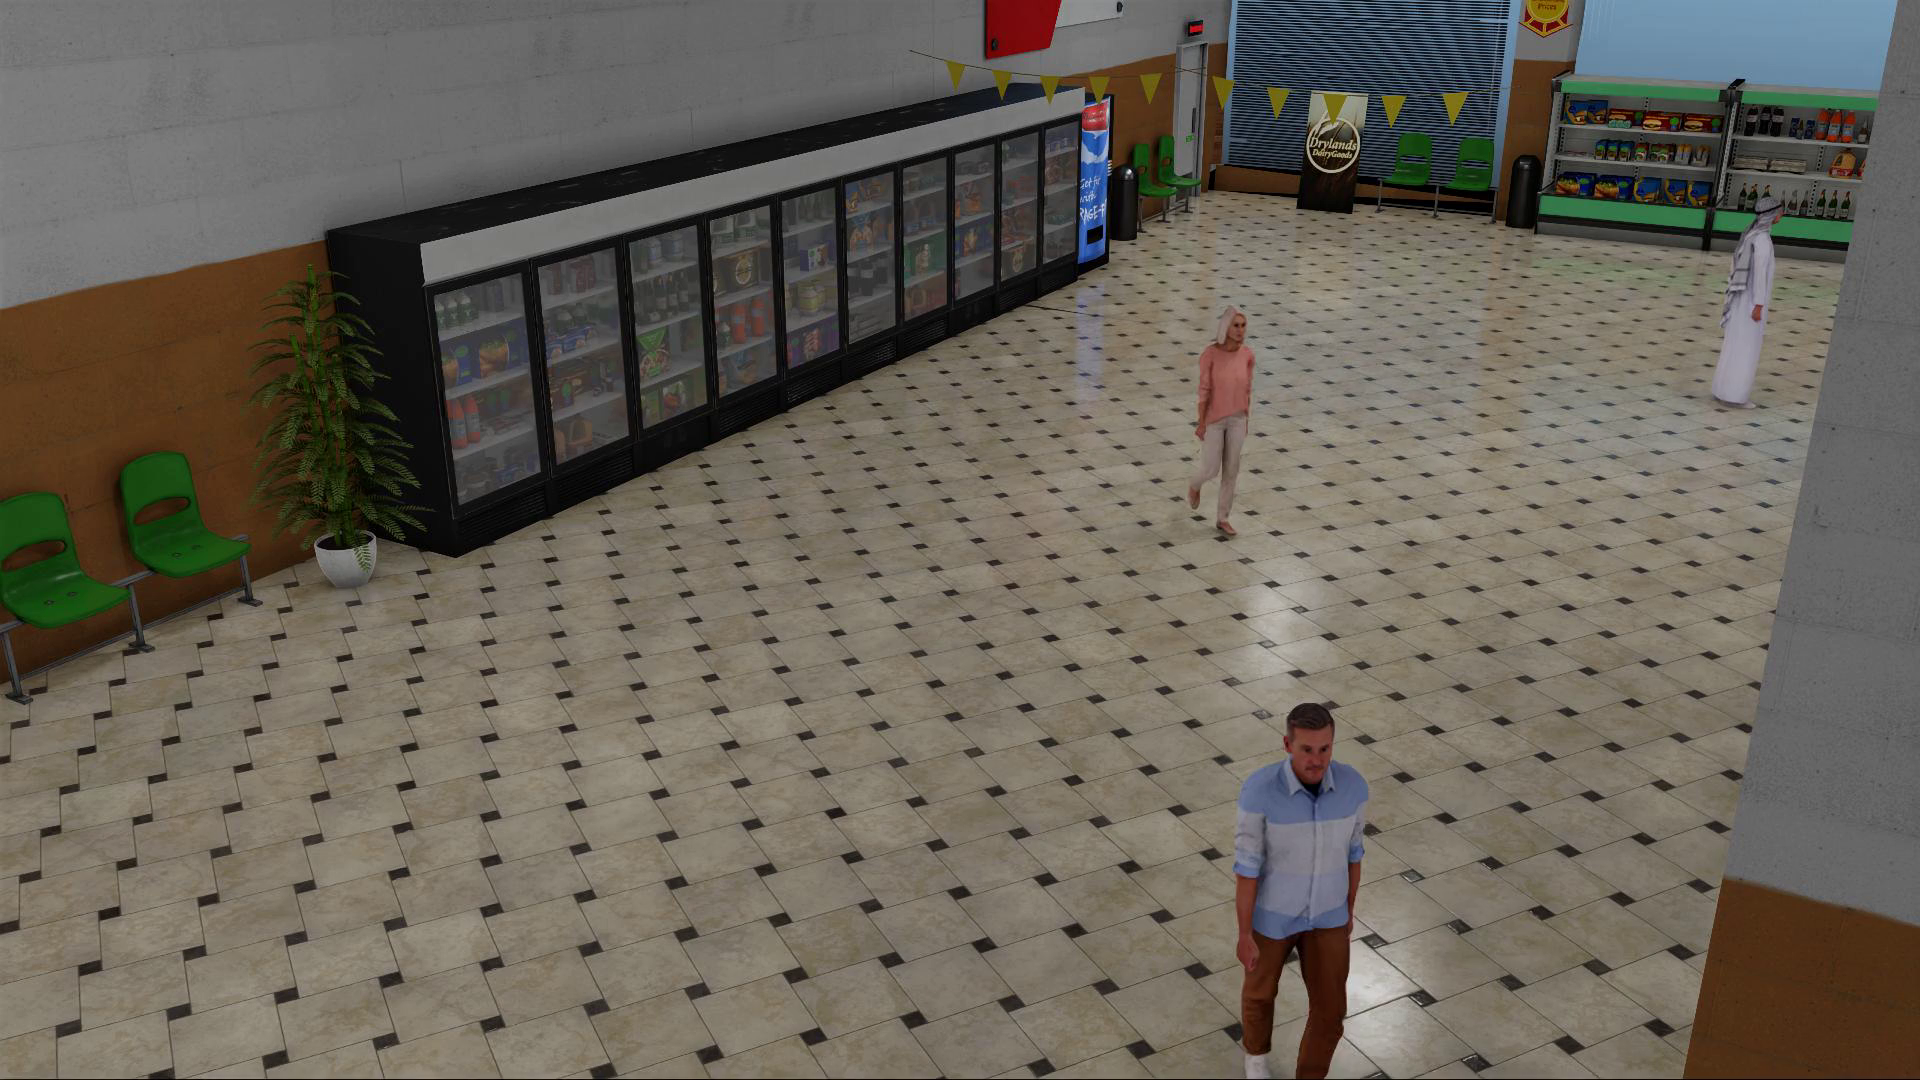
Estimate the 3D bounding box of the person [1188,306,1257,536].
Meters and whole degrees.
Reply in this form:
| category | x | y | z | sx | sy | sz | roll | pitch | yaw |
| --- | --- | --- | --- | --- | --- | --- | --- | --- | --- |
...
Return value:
| category | x | y | z | sx | sy | sz | roll | pitch | yaw |
| --- | --- | --- | --- | --- | --- | --- | --- | --- | --- |
| person | 1.925 | -0.912 | 12.386 | 0.877 | 1.714 | 0.945 | -7 | 23 | -16 |

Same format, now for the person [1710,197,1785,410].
| category | x | y | z | sx | sy | sz | roll | pitch | yaw |
| --- | --- | --- | --- | --- | --- | --- | --- | --- | --- |
| person | 7.254 | -2.192 | 15.288 | 0.748 | 1.925 | 0.778 | 4 | 22 | 9 |

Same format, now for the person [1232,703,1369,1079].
| category | x | y | z | sx | sy | sz | roll | pitch | yaw |
| --- | --- | --- | --- | --- | --- | --- | --- | --- | --- |
| person | 1.282 | 1.399 | 6.512 | 0.893 | 1.806 | 0.956 | -3 | 22 | -7 |
